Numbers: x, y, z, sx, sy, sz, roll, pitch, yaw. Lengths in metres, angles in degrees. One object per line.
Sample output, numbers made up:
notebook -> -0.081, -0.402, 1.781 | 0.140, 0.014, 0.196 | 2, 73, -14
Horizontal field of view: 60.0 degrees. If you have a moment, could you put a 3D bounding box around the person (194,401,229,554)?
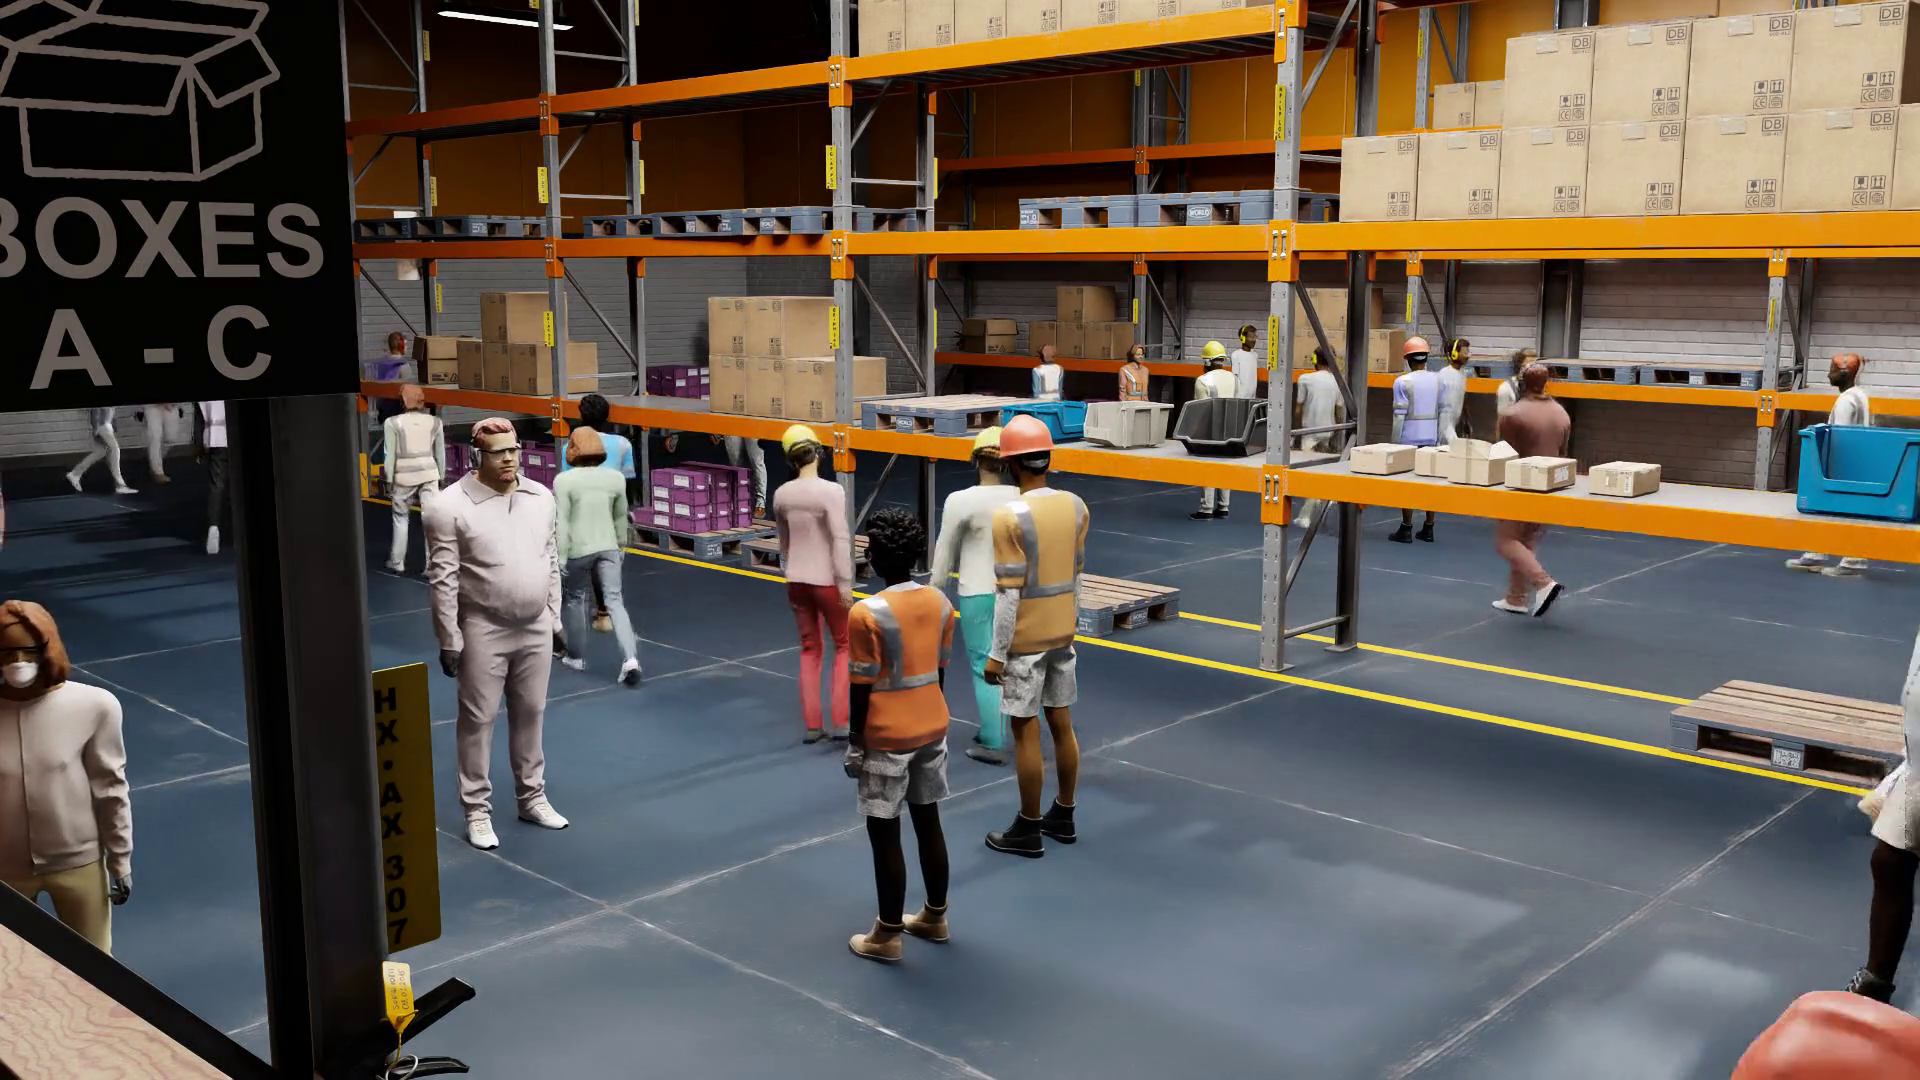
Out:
person -> -6.670, -0.836, 15.129 | 0.616, 1.884, 0.880 | -1, 9, -8

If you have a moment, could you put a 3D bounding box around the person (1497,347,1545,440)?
person -> 5.272, -0.903, 15.689 | 0.542, 1.834, 0.484 | -4, 10, -21

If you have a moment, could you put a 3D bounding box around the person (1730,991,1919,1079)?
person -> 0.867, 1.369, 1.529 | 0.548, 1.915, 0.831 | -8, 12, -39

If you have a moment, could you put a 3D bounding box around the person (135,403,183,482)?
person -> -9.711, -1.614, 20.096 | 0.549, 1.821, 0.647 | 5, 11, 29

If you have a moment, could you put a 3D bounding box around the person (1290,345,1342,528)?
person -> 3.516, -1.001, 16.276 | 0.558, 1.835, 0.689 | -3, 10, -16

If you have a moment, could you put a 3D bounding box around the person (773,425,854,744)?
person -> -0.781, 0.242, 9.023 | 0.596, 1.711, 0.363 | 7, 11, 36

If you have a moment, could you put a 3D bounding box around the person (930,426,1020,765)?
person -> 0.108, 0.279, 8.721 | 0.547, 1.734, 0.627 | -6, 11, -32

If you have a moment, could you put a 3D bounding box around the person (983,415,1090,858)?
person -> 0.310, 0.420, 7.276 | 0.542, 1.931, 0.375 | -9, 13, -44

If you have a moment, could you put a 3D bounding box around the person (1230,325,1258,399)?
person -> 3.535, -1.720, 20.570 | 0.328, 1.876, 0.513 | 9, 13, 43

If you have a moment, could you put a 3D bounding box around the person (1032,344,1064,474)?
person -> 1.065, -1.638, 20.841 | 0.520, 1.623, 0.502 | -6, 11, -31

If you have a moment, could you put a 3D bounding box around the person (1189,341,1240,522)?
person -> 2.561, -1.101, 16.897 | 0.600, 1.831, 0.404 | -8, 12, -40

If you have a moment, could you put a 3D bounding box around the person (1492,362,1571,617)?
person -> 4.176, -0.355, 12.161 | 0.656, 1.884, 0.648 | -5, 11, -28

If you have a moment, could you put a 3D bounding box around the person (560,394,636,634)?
person -> -2.619, -0.196, 11.801 | 0.553, 1.671, 0.683 | -8, 12, -39

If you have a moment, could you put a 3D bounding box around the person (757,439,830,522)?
person -> -1.592, -1.039, 16.270 | 0.633, 1.927, 1.069 | -7, 12, -36

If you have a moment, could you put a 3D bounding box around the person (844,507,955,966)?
person -> -0.223, 0.720, 6.178 | 0.321, 1.689, 0.530 | 7, 12, 36

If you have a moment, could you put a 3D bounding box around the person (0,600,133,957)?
person -> -2.684, 0.969, 4.855 | 0.495, 1.625, 0.285 | -4, 10, -25

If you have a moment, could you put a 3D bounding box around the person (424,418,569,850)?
person -> -2.036, 0.404, 7.443 | 0.409, 1.907, 0.651 | 8, 13, 42

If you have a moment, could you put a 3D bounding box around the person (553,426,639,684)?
person -> -2.264, 0.085, 10.372 | 0.512, 1.587, 0.873 | -6, 11, -33

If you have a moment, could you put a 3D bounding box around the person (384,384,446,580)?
person -> -4.547, -0.490, 13.811 | 0.548, 1.603, 0.774 | -7, 11, -36

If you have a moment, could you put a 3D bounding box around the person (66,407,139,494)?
person -> -9.785, -1.307, 18.847 | 0.716, 1.603, 0.548 | -2, 10, -13

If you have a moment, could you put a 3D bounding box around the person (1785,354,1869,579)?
person -> 7.200, -0.614, 13.815 | 0.720, 1.861, 0.615 | 6, 11, 34

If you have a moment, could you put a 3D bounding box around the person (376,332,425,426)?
person -> -6.450, -1.498, 19.348 | 0.736, 1.817, 0.572 | -8, 12, -42

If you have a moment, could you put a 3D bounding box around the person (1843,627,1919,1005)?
person -> 3.332, 0.727, 5.391 | 0.909, 1.938, 0.609 | 1, 9, 8

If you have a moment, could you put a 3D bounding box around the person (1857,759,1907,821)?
person -> 4.435, 0.513, 7.151 | 0.916, 1.799, 0.639 | 4, 10, 25

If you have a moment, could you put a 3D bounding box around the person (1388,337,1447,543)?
person -> 4.253, -0.929, 15.558 | 0.543, 1.927, 0.375 | -3, 10, -16

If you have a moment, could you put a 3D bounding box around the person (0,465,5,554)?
person -> -6.447, -0.047, 10.716 | 0.531, 1.740, 0.736 | -6, 11, -32

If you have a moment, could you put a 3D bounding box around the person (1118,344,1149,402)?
person -> 2.132, -1.583, 20.438 | 0.513, 1.642, 0.311 | -8, 12, -41

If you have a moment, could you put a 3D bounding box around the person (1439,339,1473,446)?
person -> 5.289, -1.268, 17.995 | 0.989, 1.820, 0.537 | 8, 12, 40

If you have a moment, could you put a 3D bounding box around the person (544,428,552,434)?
person -> -6.332, -2.597, 25.867 | 0.404, 1.902, 0.636 | -1, 9, -5

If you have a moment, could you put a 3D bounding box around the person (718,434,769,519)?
person -> -2.207, -1.182, 17.071 | 0.631, 1.939, 0.369 | 2, 10, 15

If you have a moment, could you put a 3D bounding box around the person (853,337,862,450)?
person -> -1.715, -2.271, 23.735 | 0.615, 1.954, 0.999 | -9, 13, -43
